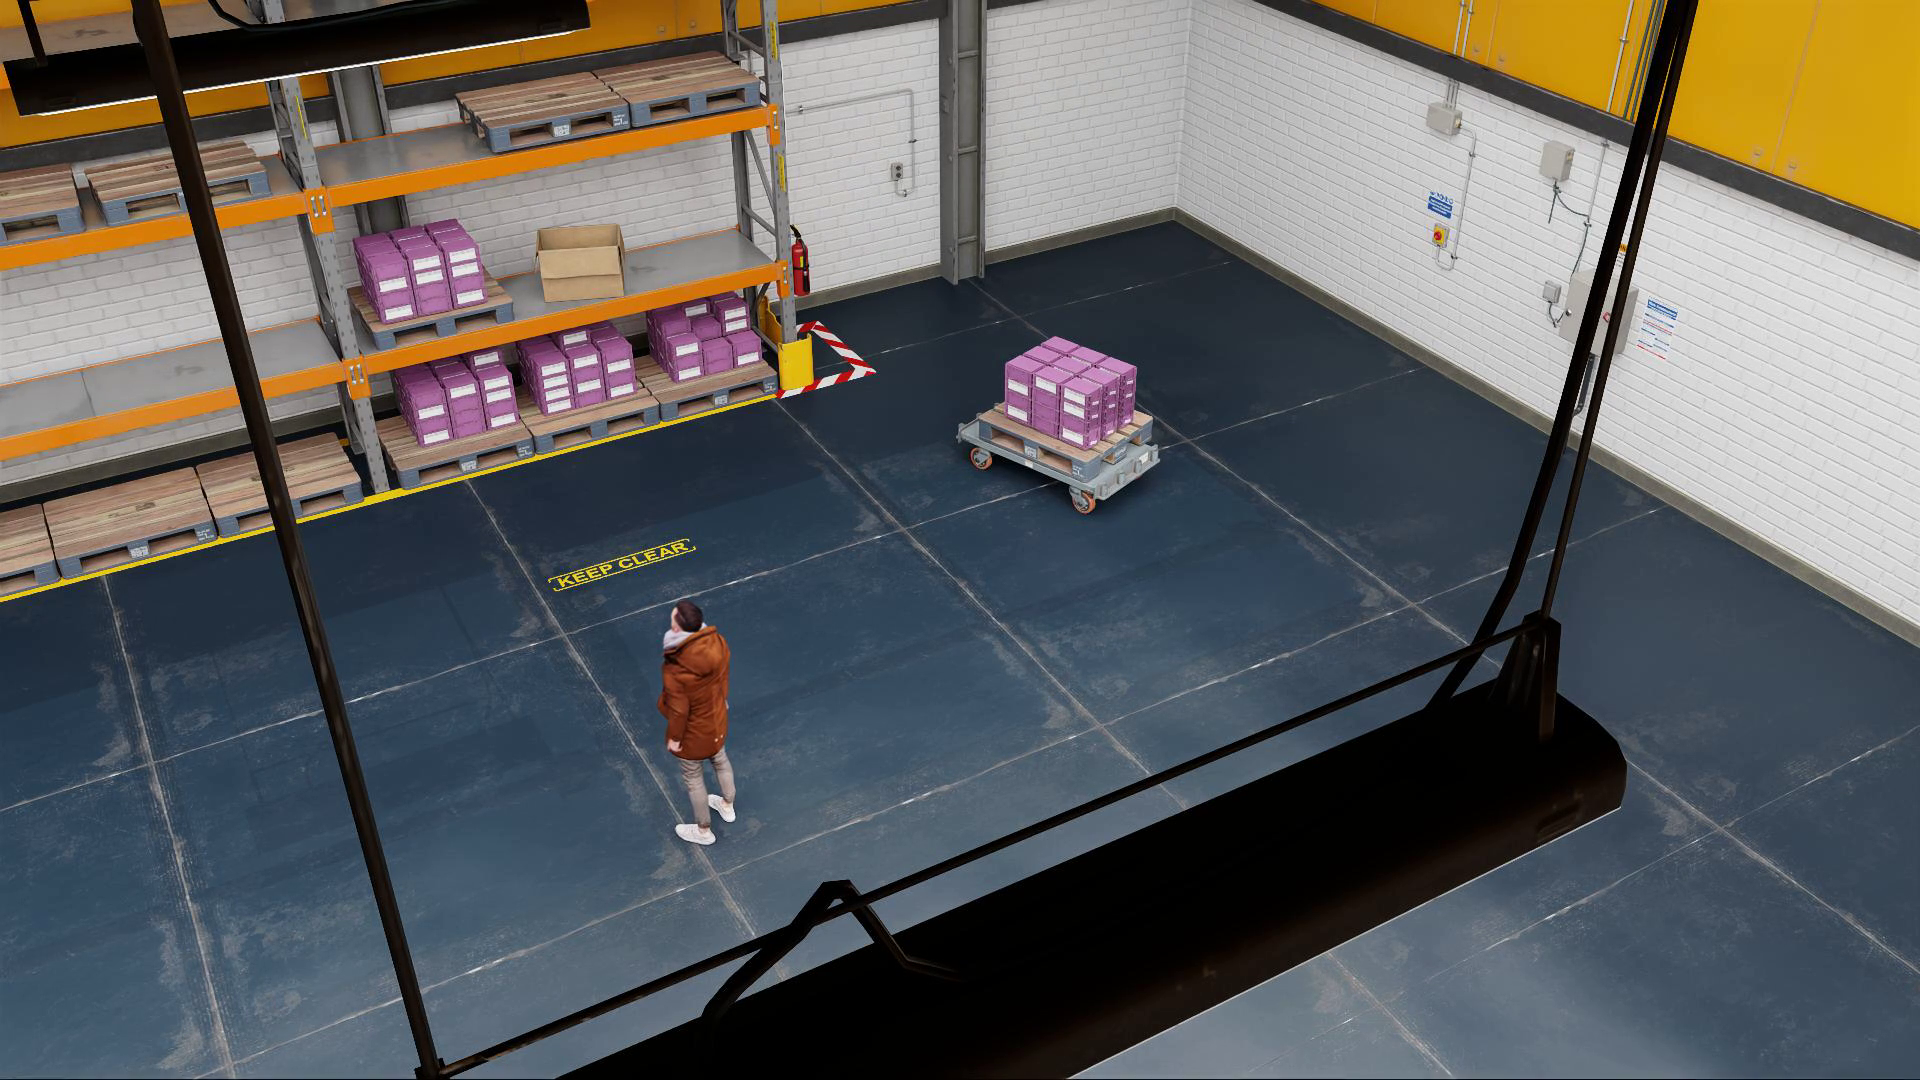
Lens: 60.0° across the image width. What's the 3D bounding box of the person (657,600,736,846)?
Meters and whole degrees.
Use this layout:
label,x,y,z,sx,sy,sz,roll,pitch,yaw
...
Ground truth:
label,x,y,z,sx,sy,sz,roll,pitch,yaw
person,-1.669,1.158,10.635,0.902,1.838,0.811,19,38,26
